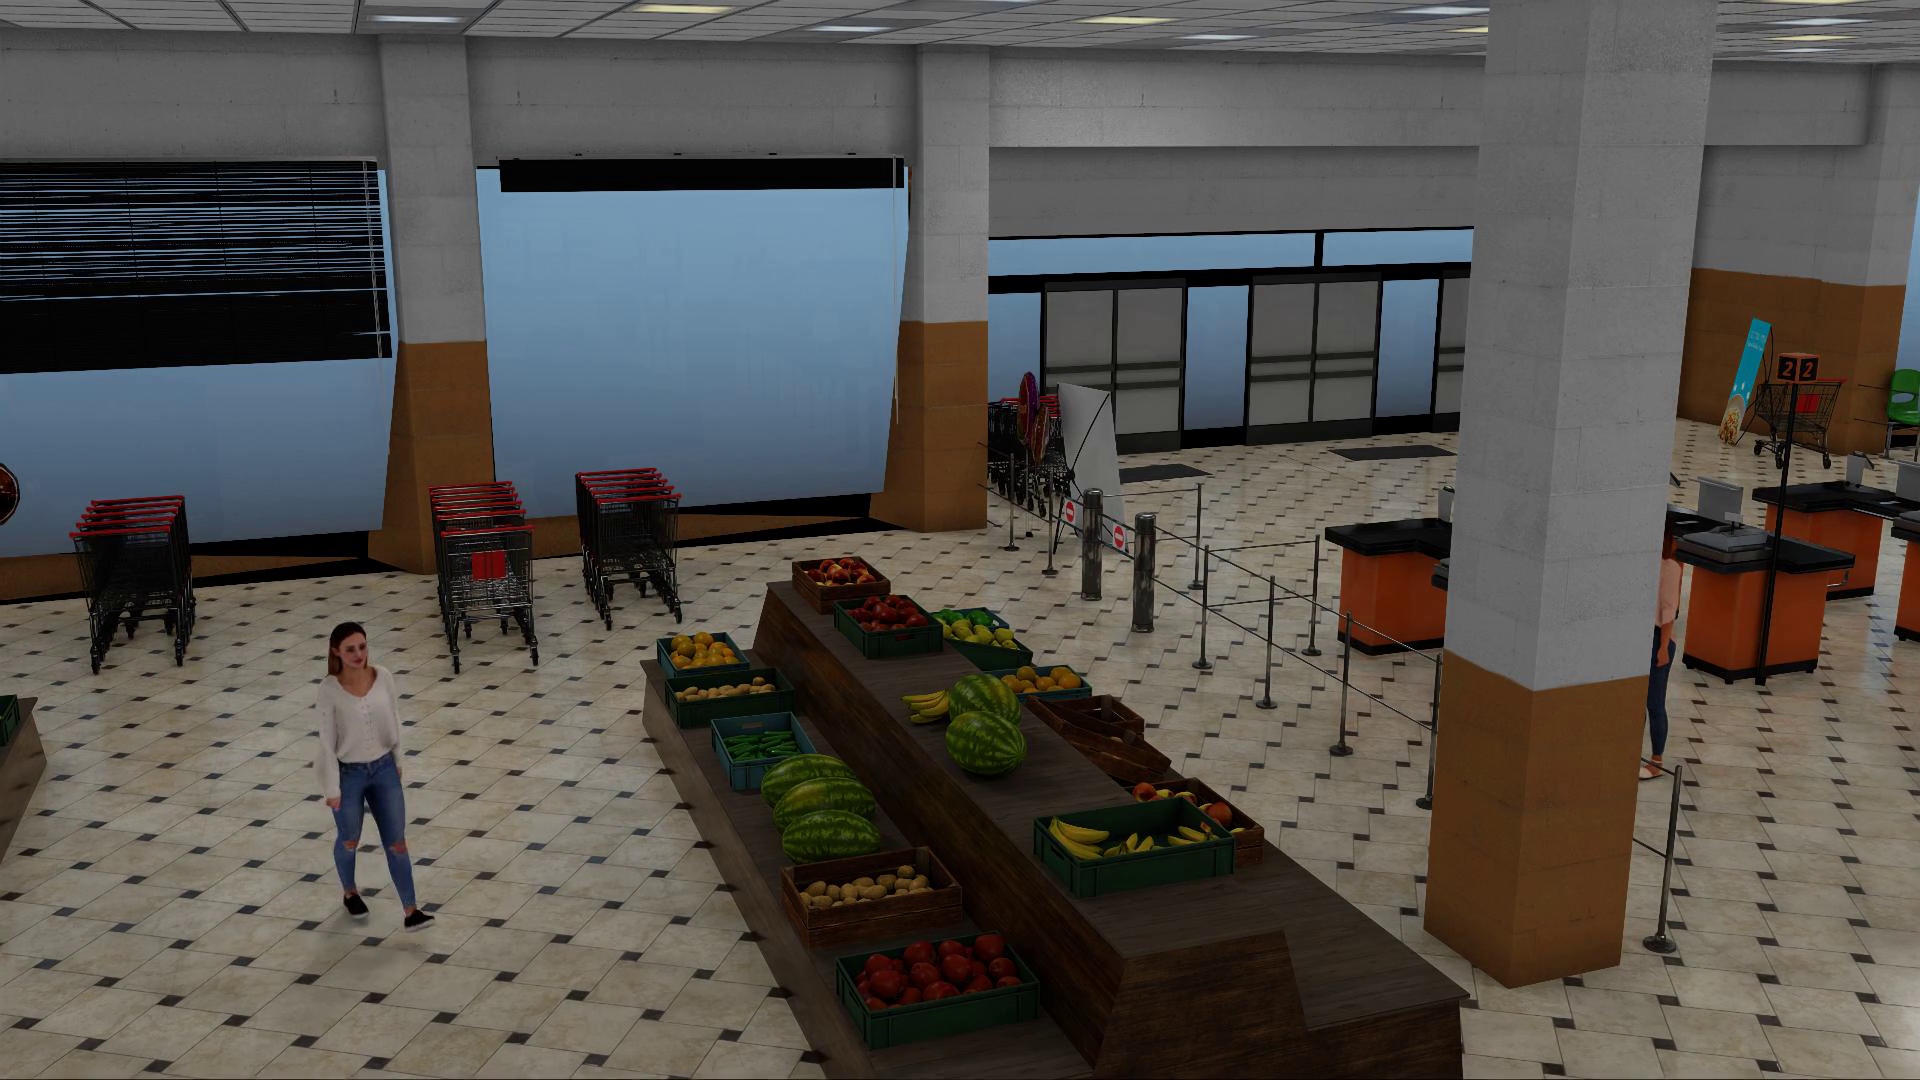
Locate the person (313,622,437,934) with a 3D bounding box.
[{"bbox_3d":[-3.195,1.240,8.765,0.887,1.658,1.118,-12,18,-41],"label":"person"}]
